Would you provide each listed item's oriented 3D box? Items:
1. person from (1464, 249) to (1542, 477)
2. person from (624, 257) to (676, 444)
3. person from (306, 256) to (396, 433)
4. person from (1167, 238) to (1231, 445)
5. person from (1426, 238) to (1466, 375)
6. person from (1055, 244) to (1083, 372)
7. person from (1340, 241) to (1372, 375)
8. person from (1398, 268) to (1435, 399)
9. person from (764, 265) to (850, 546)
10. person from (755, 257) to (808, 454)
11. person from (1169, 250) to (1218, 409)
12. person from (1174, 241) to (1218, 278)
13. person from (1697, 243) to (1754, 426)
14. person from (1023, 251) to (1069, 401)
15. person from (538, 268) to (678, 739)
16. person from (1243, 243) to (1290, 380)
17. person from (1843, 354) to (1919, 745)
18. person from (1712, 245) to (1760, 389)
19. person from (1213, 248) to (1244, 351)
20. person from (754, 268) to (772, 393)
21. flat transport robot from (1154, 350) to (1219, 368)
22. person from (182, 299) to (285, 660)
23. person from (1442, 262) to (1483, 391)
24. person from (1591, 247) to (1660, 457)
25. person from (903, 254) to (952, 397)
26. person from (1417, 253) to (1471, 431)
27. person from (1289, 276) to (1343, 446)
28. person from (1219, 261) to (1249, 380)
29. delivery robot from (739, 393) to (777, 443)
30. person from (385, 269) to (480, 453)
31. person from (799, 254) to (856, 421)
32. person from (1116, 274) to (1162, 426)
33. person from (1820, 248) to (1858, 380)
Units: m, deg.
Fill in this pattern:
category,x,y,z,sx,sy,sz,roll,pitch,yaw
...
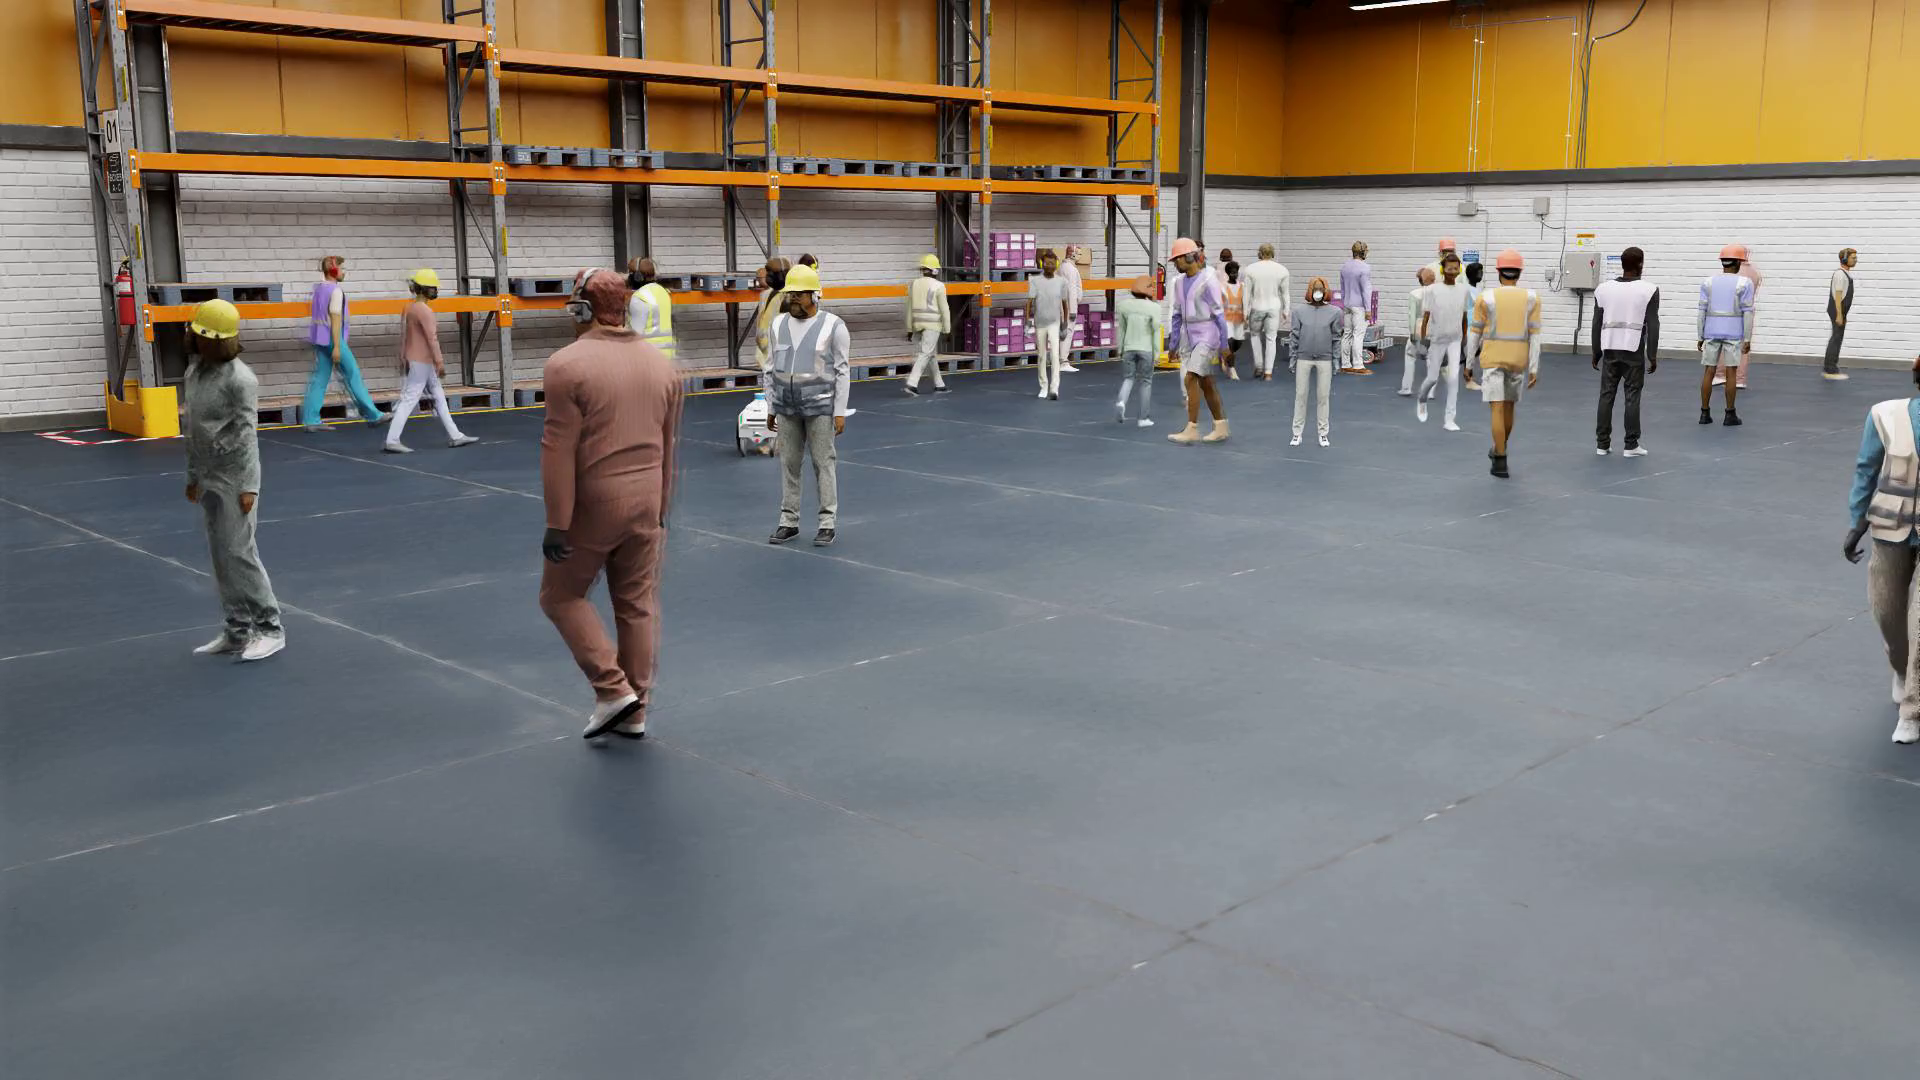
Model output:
category,x,y,z,sx,sy,sz,roll,pitch,yaw
person,4.610,-1.518,14.206,0.567,1.890,0.945,1,10,4
person,-2.827,-1.626,14.992,0.450,1.825,0.656,2,11,12
person,-6.376,-2.022,17.199,0.956,1.798,0.598,-10,14,-42
person,2.285,-1.907,16.066,0.879,1.986,0.625,-4,11,-23
person,6.986,-3.365,24.048,0.648,1.980,0.433,0,10,0
person,1.633,-3.452,24.800,0.393,1.891,0.637,-2,11,-13
person,5.768,-3.367,24.184,0.372,1.940,0.631,-5,11,-23
person,5.758,-2.573,20.743,0.521,1.614,0.699,-2,11,-11
person,-1.016,-0.874,10.877,0.596,1.832,0.404,4,11,19
person,-1.615,-1.717,15.494,0.616,1.826,0.641,-4,11,-20
person,2.792,-2.499,19.688,0.597,1.842,0.897,3,11,15
person,3.278,-3.182,23.159,0.618,1.947,0.484,1,10,4
person,8.177,-2.191,17.780,0.550,1.933,0.375,9,14,40
person,1.057,-2.621,20.478,0.540,1.812,0.976,1,10,7
person,-1.419,-0.126,6.625,0.428,1.892,0.676,8,13,37
person,4.295,-3.206,23.374,0.666,1.911,0.673,1,10,5
person,3.961,-0.022,6.836,0.514,1.611,0.733,10,14,42
person,10.193,-2.951,22.036,0.680,1.886,0.613,-6,12,-28
person,4.635,-4.164,28.899,0.622,1.807,0.893,2,11,9
person,-2.435,-2.571,20.710,0.461,1.618,0.526,-4,11,-20
flat transport robot,3.420,-2.807,25.677,0.652,0.197,1.431,7,13,35
person,-3.494,-0.278,7.949,0.525,1.722,0.342,8,13,38
person,6.624,-2.795,21.766,0.577,1.677,0.538,9,14,41
person,6.098,-1.711,15.281,0.597,1.891,0.369,9,14,40
person,-0.418,-2.703,21.024,0.607,1.792,0.942,9,14,41
person,5.080,-2.090,17.509,0.520,1.846,0.807,-1,10,-3
person,3.412,-1.715,16.001,0.497,1.636,0.286,2,11,12
person,3.813,-3.111,23.525,0.531,1.672,0.720,-3,11,-14
delivery robot,-1.855,-1.124,15.473,0.477,0.478,0.707,0,10,-1
person,-5.006,-1.673,15.570,0.928,1.704,0.533,-6,12,-31
person,-1.558,-2.137,17.792,0.969,1.811,0.591,-2,11,-13
person,1.870,-1.984,17.520,0.514,1.615,0.507,6,12,30
person,12.368,-3.158,23.358,0.430,1.841,0.541,6,12,31
